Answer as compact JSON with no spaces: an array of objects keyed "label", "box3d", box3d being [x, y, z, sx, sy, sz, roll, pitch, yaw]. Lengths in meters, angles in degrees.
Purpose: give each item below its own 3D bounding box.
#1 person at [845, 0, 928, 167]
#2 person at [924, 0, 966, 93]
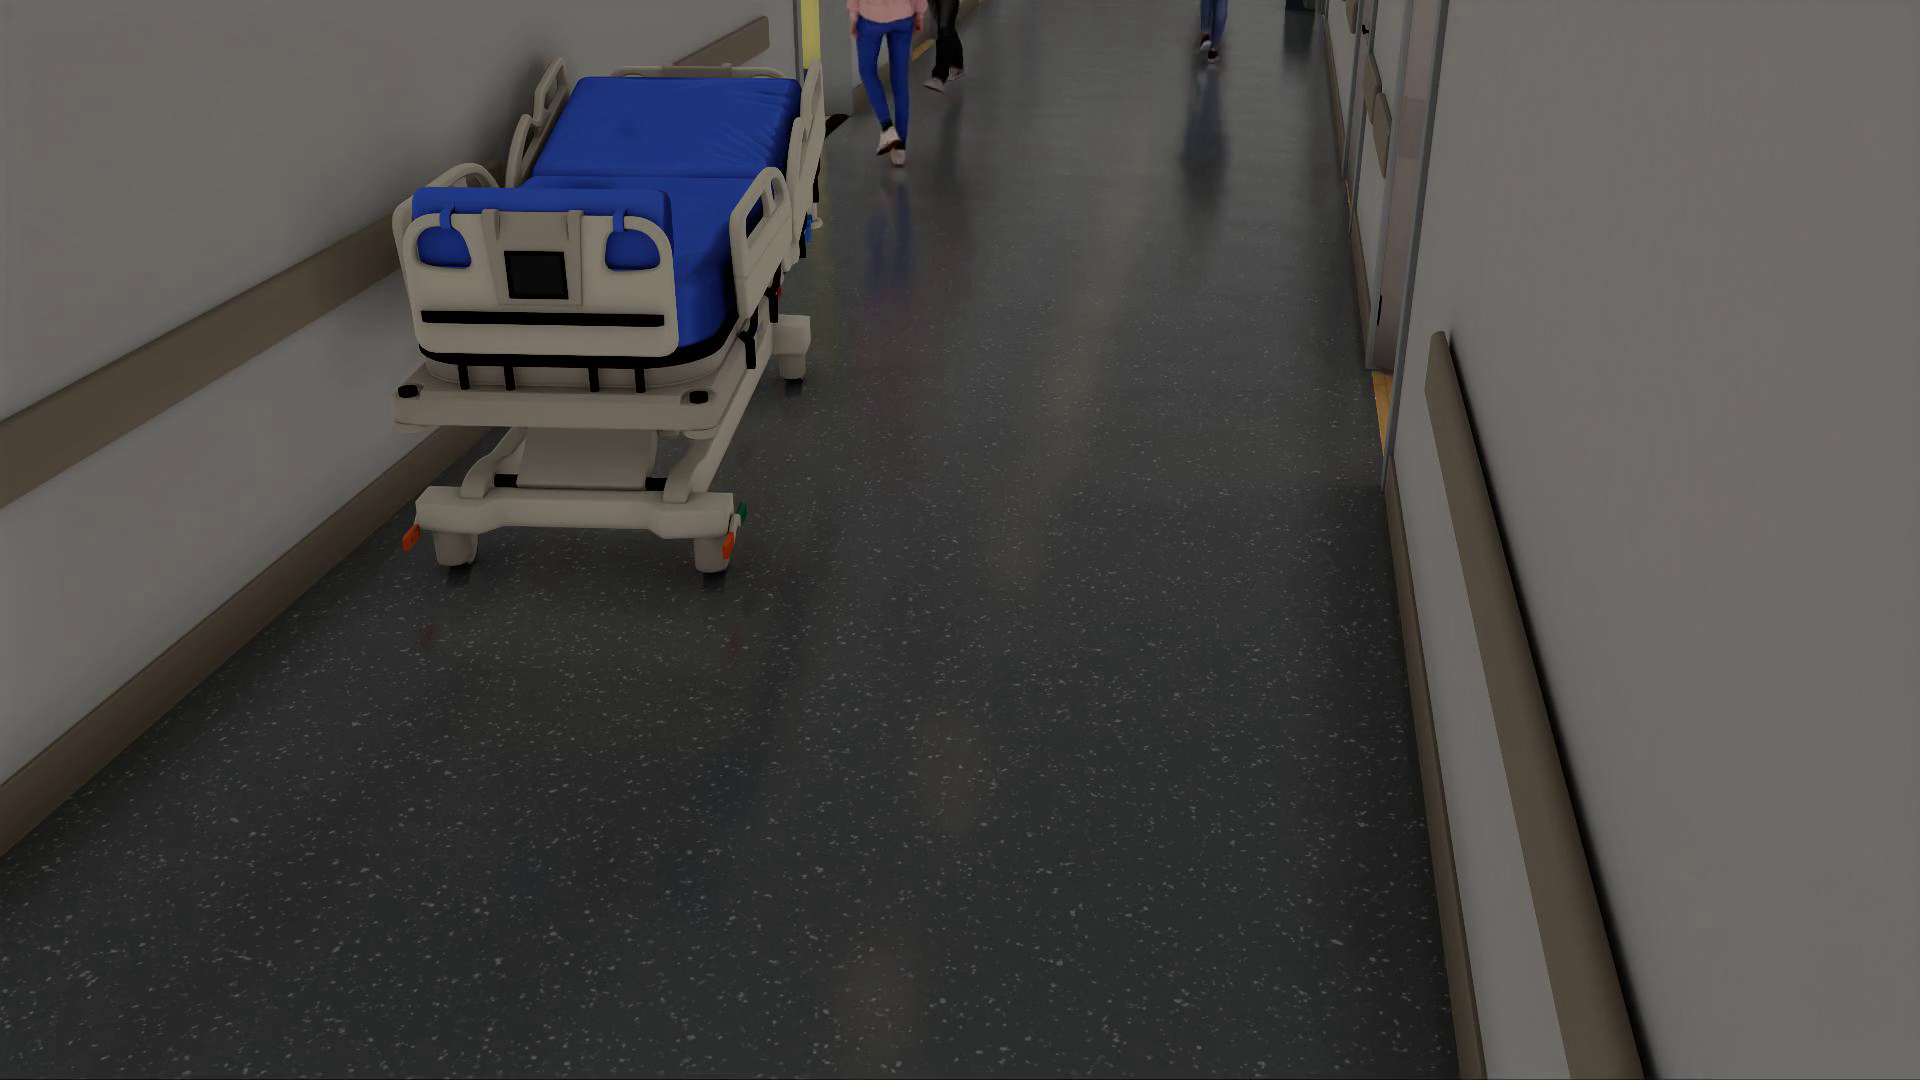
[{"label":"person","box3d":[-0.447,-3.188,10.295,0.776,1.753,0.874,-7,27,-14]},{"label":"person","box3d":[-0.106,-4.317,12.634,1.103,1.756,0.895,11,28,22]}]
